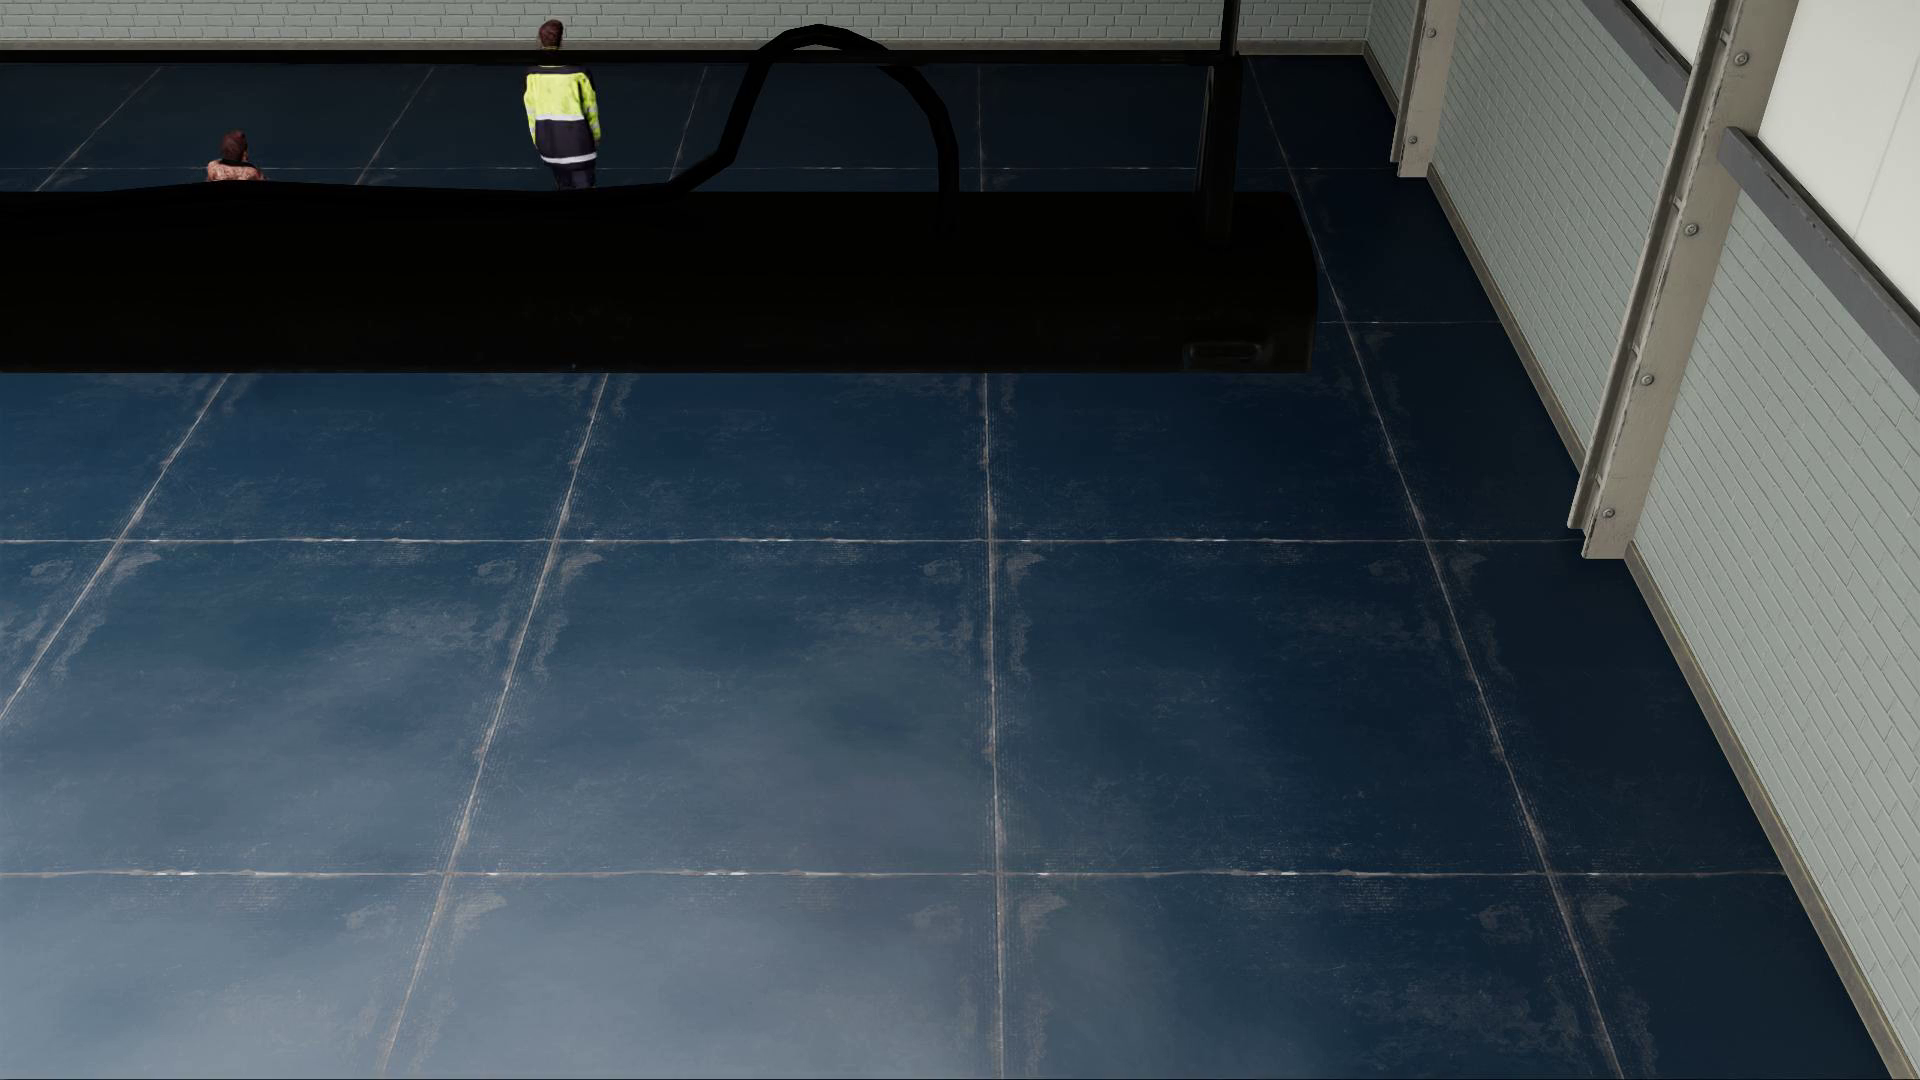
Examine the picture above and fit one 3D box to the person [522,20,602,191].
[{"bbox_3d":[-3.430,-3.458,14.385,0.781,1.947,1.091,-1,37,-2],"label":"person"}]
